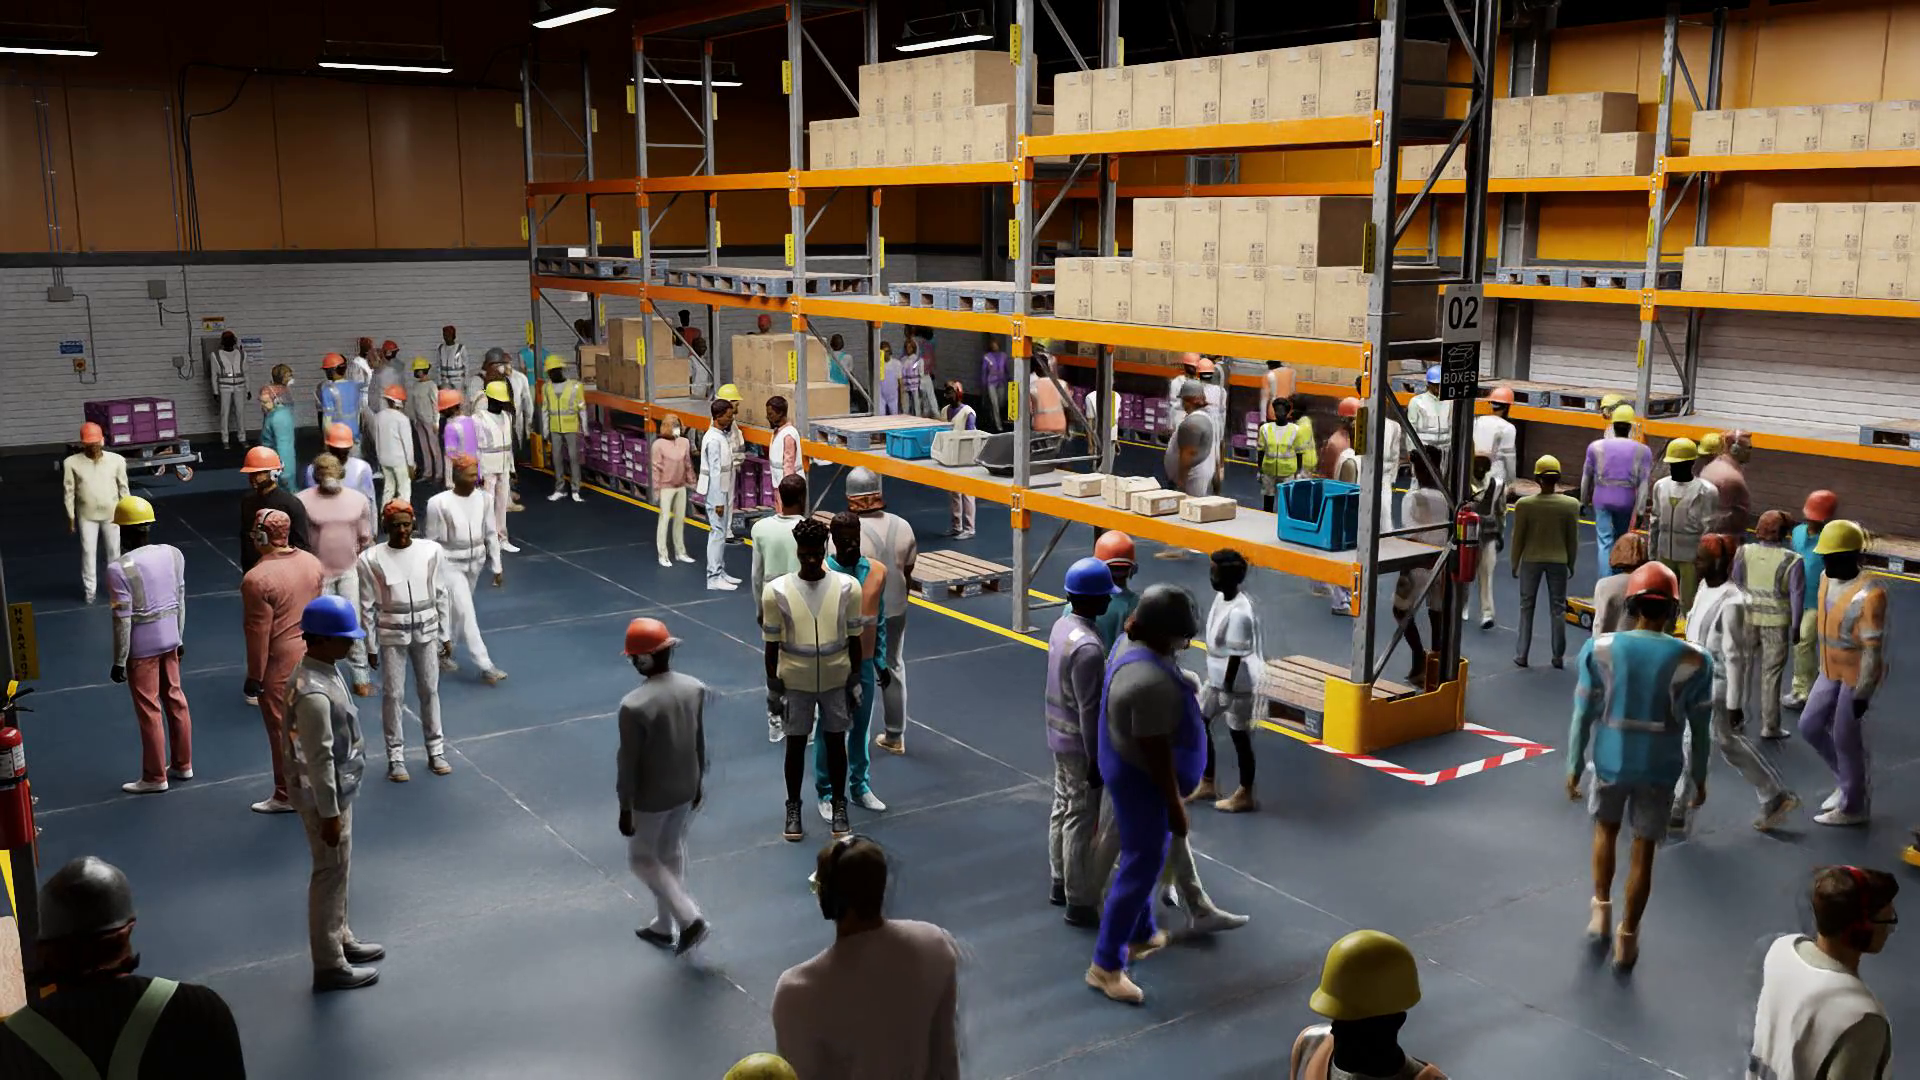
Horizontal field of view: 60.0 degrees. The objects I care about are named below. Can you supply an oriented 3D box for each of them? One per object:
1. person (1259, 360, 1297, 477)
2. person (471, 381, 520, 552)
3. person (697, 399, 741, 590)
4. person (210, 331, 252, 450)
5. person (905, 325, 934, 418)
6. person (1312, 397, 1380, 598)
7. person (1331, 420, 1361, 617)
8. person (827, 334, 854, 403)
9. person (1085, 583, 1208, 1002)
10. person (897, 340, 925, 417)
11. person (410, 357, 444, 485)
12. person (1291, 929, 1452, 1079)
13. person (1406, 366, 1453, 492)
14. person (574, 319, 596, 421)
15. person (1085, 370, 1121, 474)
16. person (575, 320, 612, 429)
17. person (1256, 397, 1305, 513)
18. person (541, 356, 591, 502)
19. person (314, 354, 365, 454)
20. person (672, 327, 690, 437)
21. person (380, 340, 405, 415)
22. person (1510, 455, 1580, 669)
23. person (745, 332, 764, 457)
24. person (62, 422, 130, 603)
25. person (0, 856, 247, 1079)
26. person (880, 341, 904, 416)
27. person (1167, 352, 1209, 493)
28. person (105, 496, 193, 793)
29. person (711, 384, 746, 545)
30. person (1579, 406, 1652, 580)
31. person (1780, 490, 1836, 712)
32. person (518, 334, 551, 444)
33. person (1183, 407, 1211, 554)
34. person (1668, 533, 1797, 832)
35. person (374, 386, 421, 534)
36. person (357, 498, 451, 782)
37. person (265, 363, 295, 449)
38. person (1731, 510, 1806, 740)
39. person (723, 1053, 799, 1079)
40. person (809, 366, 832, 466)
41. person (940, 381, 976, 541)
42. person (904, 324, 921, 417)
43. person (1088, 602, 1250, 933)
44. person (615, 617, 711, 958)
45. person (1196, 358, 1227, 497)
[{"bbox_3d":[4.465,-1.763,23.250,0.688,1.893,0.571,-5,12,-26],"label":"person"},{"bbox_3d":[-5.064,-0.782,18.172,0.390,1.917,0.585,6,13,28],"label":"person"},{"bbox_3d":[-2.406,-0.453,16.522,0.405,1.909,0.597,-1,11,-4],"label":"person"},{"bbox_3d":[-11.583,-2.382,26.446,0.584,1.882,0.337,-9,14,-39],"label":"person"},{"bbox_3d":[-0.777,-3.158,30.567,0.635,1.831,0.429,9,14,37],"label":"person"},{"bbox_3d":[3.777,-0.388,16.023,0.776,1.964,0.651,6,13,29],"label":"person"},{"bbox_3d":[3.619,-0.210,15.460,0.393,1.836,0.560,3,12,17],"label":"person"},{"bbox_3d":[-1.926,-2.332,26.289,0.514,1.845,0.339,0,11,2],"label":"person"},{"bbox_3d":[0.906,1.143,8.004,0.590,2.000,0.830,0,11,0],"label":"person"},{"bbox_3d":[-0.826,-2.509,27.710,0.515,1.645,0.308,5,12,26],"label":"person"},{"bbox_3d":[-7.373,-1.634,22.922,0.533,1.767,0.326,9,14,38],"label":"person"},{"bbox_3d":[1.037,1.919,4.317,0.370,1.928,0.585,-9,14,-37],"label":"person"},{"bbox_3d":[5.552,-1.074,19.584,0.618,1.945,0.394,-2,11,-11],"label":"person"},{"bbox_3d":[-6.486,-2.869,28.830,0.366,1.930,0.630,-3,12,-16],"label":"person"},{"bbox_3d":[1.744,-1.192,20.456,0.572,1.843,0.373,-10,15,-43],"label":"person"},{"bbox_3d":[-6.087,-2.676,27.545,0.695,2.000,1.003,-8,14,-36],"label":"person"},{"bbox_3d":[3.566,-0.750,18.573,0.540,1.696,0.316,5,12,23],"label":"person"},{"bbox_3d":[-5.115,-1.432,21.579,0.687,1.894,0.417,2,11,11],"label":"person"},{"bbox_3d":[-7.871,-1.384,21.147,0.599,1.959,0.368,2,11,8],"label":"person"},{"bbox_3d":[-4.651,-2.619,27.694,0.313,1.869,0.538,8,13,35],"label":"person"},{"bbox_3d":[-8.913,-2.264,26.170,0.329,1.753,0.560,0,11,2],"label":"person"},{"bbox_3d":[4.791,0.180,13.668,0.530,1.760,0.340,2,11,11],"label":"person"},{"bbox_3d":[-3.175,-2.238,25.635,0.383,1.920,0.605,6,13,30],"label":"person"},{"bbox_3d":[-8.288,-0.274,15.999,0.572,1.746,0.347,-7,13,-32],"label":"person"},{"bbox_3d":[-2.288,1.822,4.528,0.674,2.000,0.535,-6,13,-28],"label":"person"},{"bbox_3d":[-1.138,-2.172,25.589,0.558,1.814,0.562,-1,11,-8],"label":"person"},{"bbox_3d":[3.089,-1.538,22.063,0.562,1.899,0.927,-9,14,-39],"label":"person"},{"bbox_3d":[-5.229,0.671,10.708,0.363,1.928,0.587,3,12,16],"label":"person"},{"bbox_3d":[-2.617,-0.850,18.772,0.403,1.823,0.580,-2,11,-10],"label":"person"},{"bbox_3d":[6.352,-0.370,16.164,0.607,1.871,0.986,3,12,16],"label":"person"},{"bbox_3d":[6.331,0.458,12.364,0.433,1.714,0.568,-2,11,-8],"label":"person"},{"bbox_3d":[-6.914,-2.481,27.063,0.389,1.841,0.566,9,14,38],"label":"person"},{"bbox_3d":[2.629,-0.674,18.349,0.284,1.633,0.497,7,13,32],"label":"person"},{"bbox_3d":[4.591,0.865,9.927,0.874,1.858,0.576,3,11,14],"label":"person"},{"bbox_3d":[-6.560,-0.927,19.421,0.596,1.734,0.372,6,13,29],"label":"person"},{"bbox_3d":[-3.640,0.650,10.955,0.565,1.880,0.359,-7,13,-32],"label":"person"},{"bbox_3d":[-8.207,-1.172,20.154,0.370,1.930,0.624,-2,11,-11],"label":"person"},{"bbox_3d":[5.725,0.596,11.837,0.311,1.636,0.522,-8,14,-37],"label":"person"},{"bbox_3d":[-0.499,2.072,4.053,0.489,1.729,0.323,3,12,16],"label":"person"},{"bbox_3d":[-2.123,-2.035,24.745,0.509,1.860,0.334,9,14,38],"label":"person"},{"bbox_3d":[-0.011,-0.915,19.079,0.395,1.836,0.560,-9,14,-38],"label":"person"},{"bbox_3d":[-0.845,-2.917,29.279,0.344,1.847,0.505,1,11,8],"label":"person"},{"bbox_3d":[1.035,1.160,8.484,0.955,1.814,0.520,4,12,21],"label":"person"},{"bbox_3d":[-1.453,1.242,8.283,0.527,1.732,0.587,7,13,33],"label":"person"},{"bbox_3d":[3.042,-1.291,20.732,0.552,1.933,0.368,-5,12,-25],"label":"person"}]
